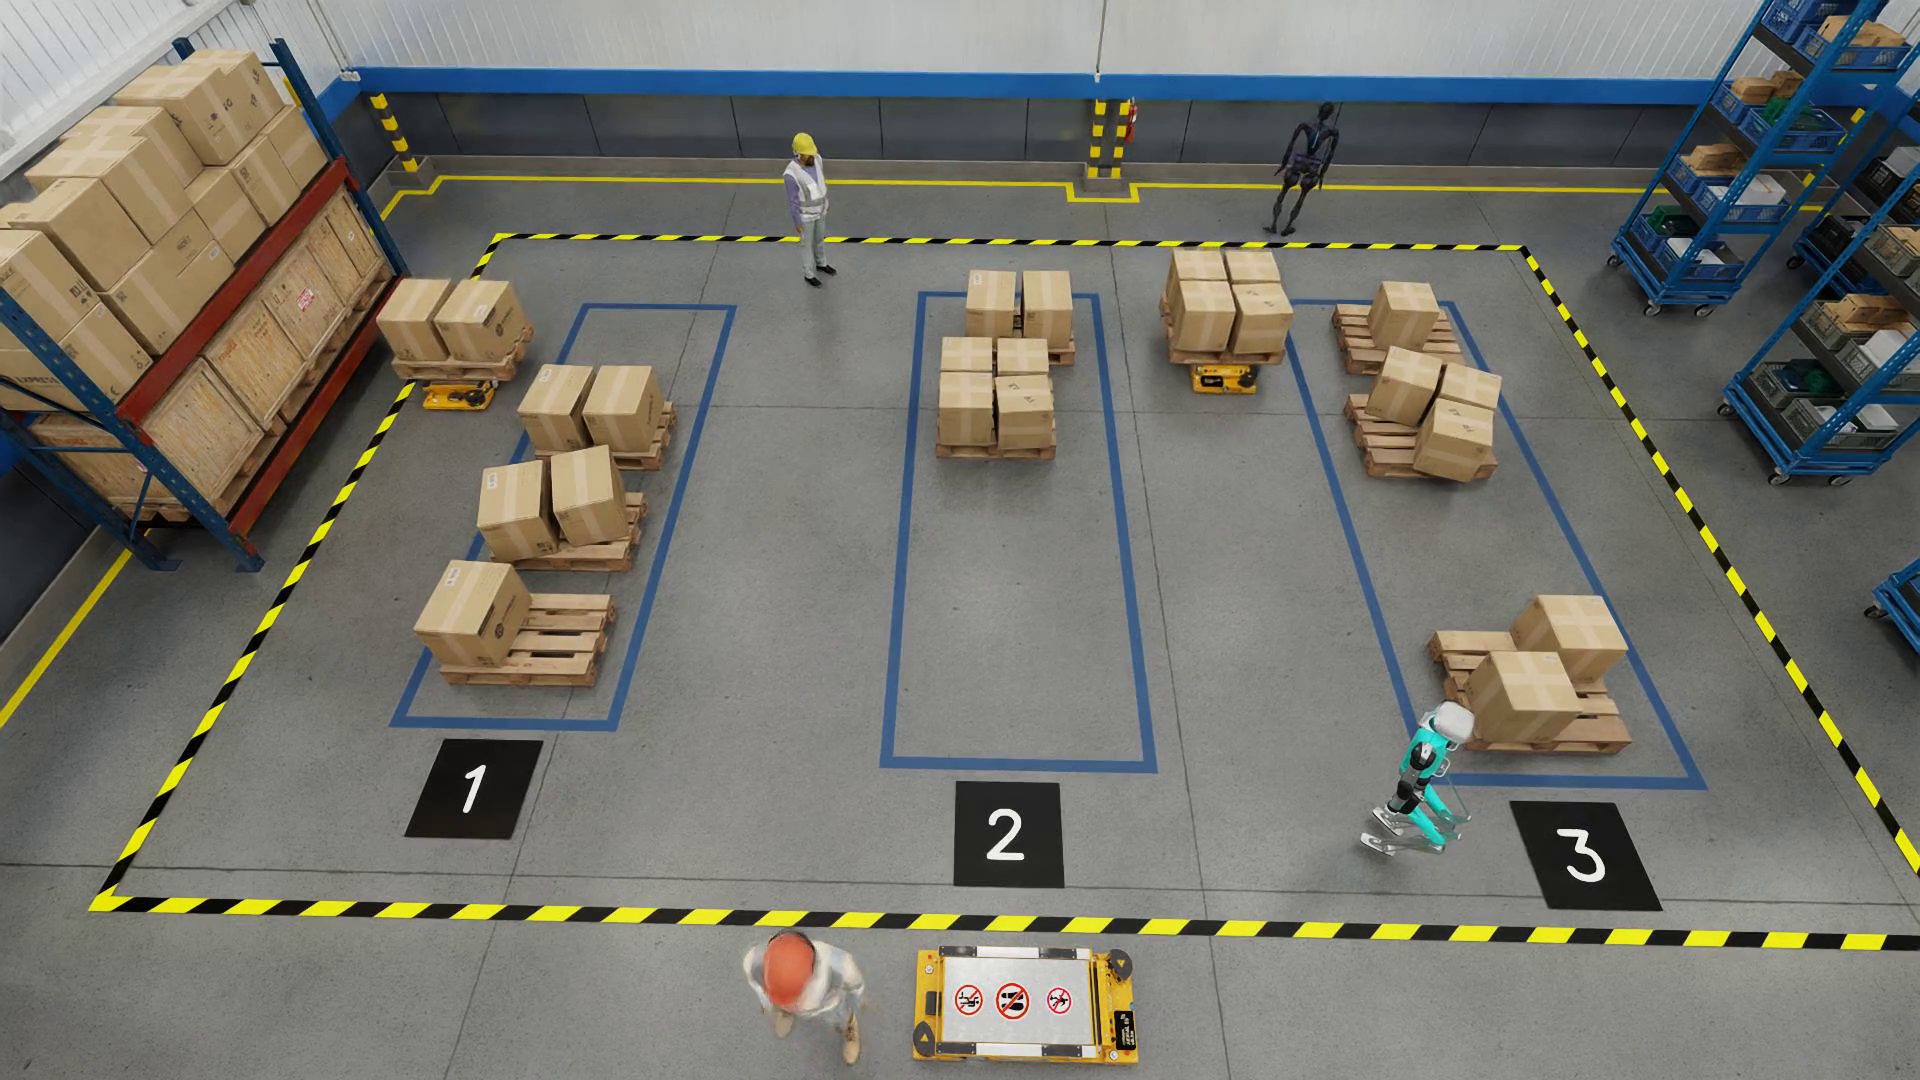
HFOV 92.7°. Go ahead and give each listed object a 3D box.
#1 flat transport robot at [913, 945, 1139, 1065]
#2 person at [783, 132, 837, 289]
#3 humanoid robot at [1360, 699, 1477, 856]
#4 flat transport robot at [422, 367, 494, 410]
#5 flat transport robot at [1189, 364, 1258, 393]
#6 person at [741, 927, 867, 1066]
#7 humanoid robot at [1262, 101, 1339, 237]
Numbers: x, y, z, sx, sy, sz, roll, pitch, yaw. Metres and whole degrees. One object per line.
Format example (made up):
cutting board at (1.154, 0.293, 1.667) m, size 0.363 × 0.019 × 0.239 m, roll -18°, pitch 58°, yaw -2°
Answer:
flat transport robot at (0.422, 3.041, 6.007) m, size 1.431 × 0.231 × 0.659 m, roll 1°, pitch 51°, yaw 1°
person at (-1.711, -3.810, 10.582) m, size 0.404 × 1.832 × 0.591 m, roll 26°, pitch 55°, yaw 19°
humanoid robot at (3.166, 1.699, 6.070) m, size 0.735 × 1.673 × 0.533 m, roll 34°, pitch 58°, yaw 25°
flat transport robot at (-5.338, -1.981, 10.083) m, size 0.652 × 0.197 × 1.431 m, roll 1°, pitch 51°, yaw 1°
flat transport robot at (2.869, -2.195, 10.257) m, size 0.652 × 0.197 × 1.431 m, roll 1°, pitch 51°, yaw 1°
person at (-0.871, 2.603, 5.226) m, size 0.616 × 2.038 × 0.407 m, roll 4°, pitch 51°, yaw 3°
humanoid robot at (4.201, -4.527, 11.264) m, size 0.613 × 1.637 × 0.421 m, roll 11°, pitch 52°, yaw 9°
